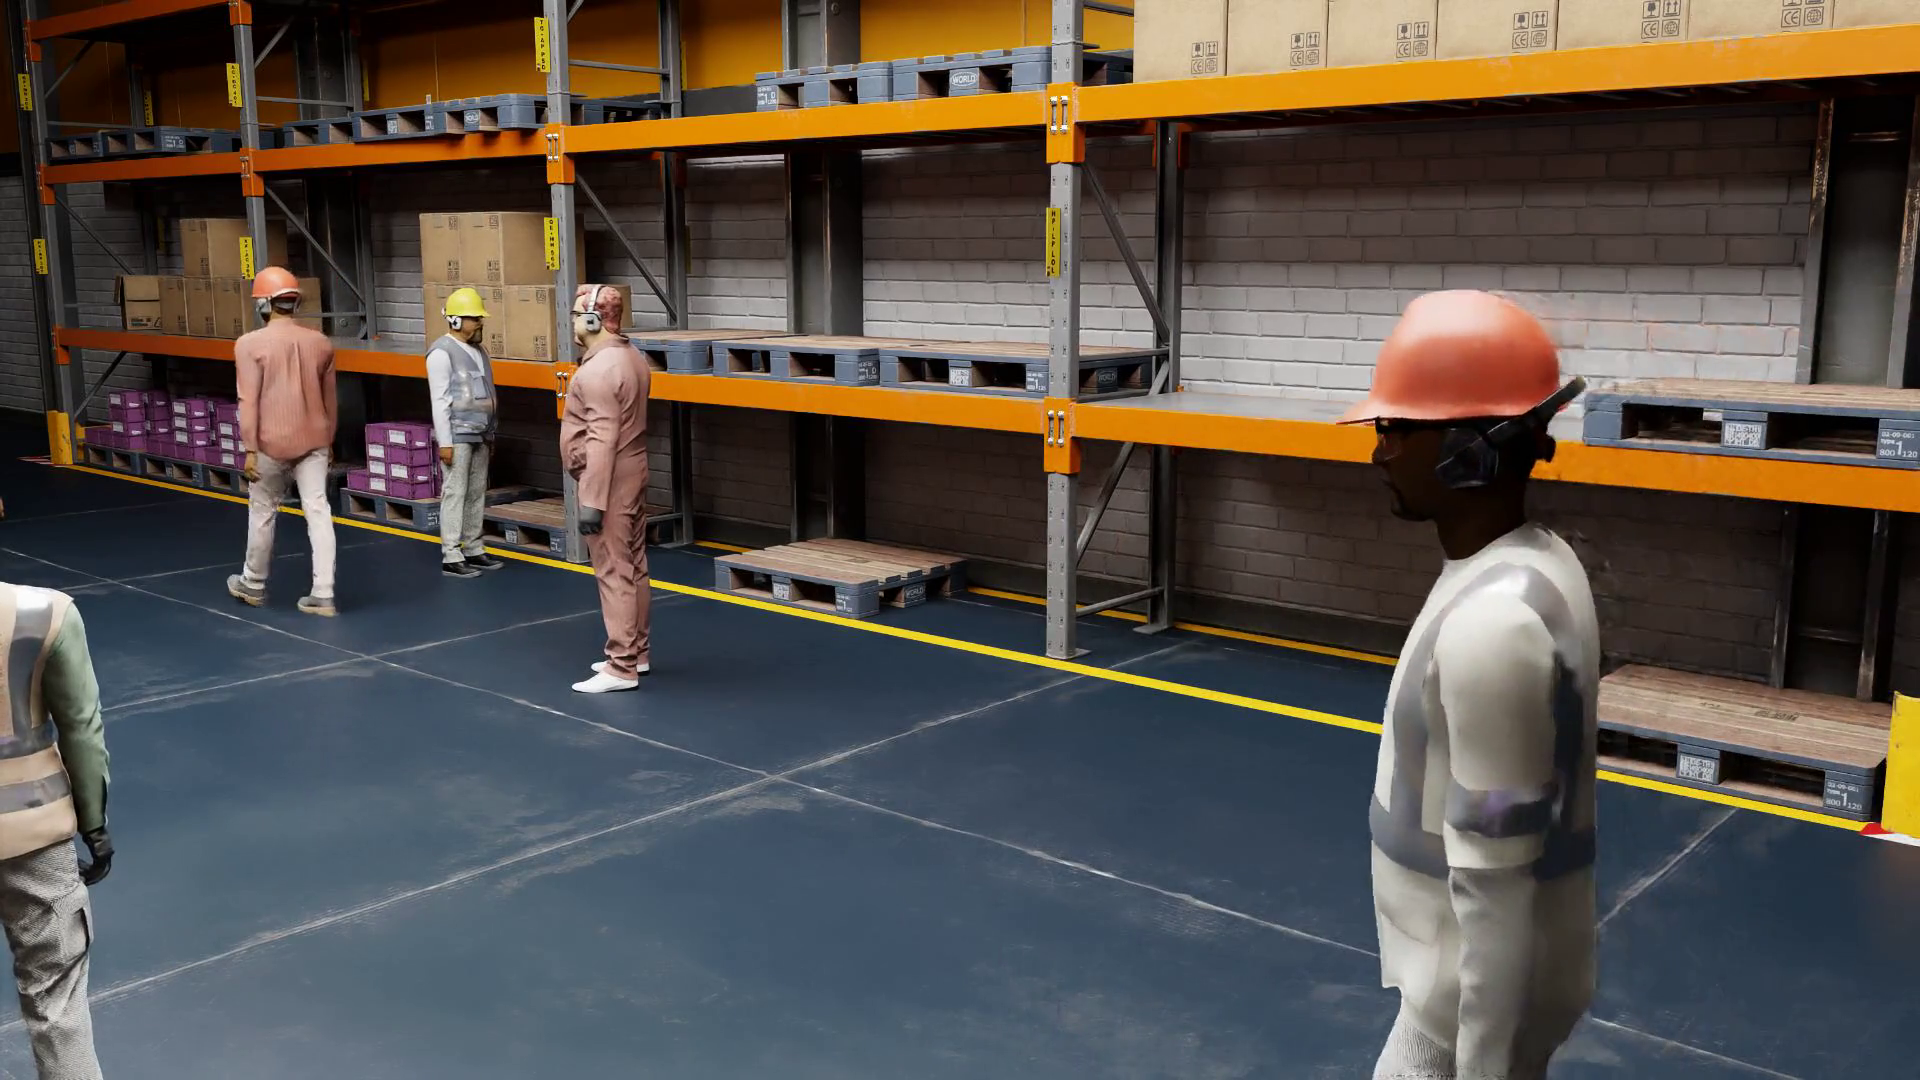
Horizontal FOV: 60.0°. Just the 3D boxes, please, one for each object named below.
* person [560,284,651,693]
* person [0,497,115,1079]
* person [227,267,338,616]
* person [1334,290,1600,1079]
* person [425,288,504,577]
[{"bbox_3d":[-1.668,-0.238,7.818,0.403,1.910,0.637,1,10,4],"label":"person"},{"bbox_3d":[-2.068,0.651,3.509,0.514,1.642,0.310,-4,11,-23],"label":"person"},{"bbox_3d":[-3.904,-0.568,9.529,0.947,1.956,0.658,8,13,39],"label":"person"},{"bbox_3d":[0.882,0.646,2.470,0.831,2.023,0.617,4,11,21],"label":"person"},{"bbox_3d":[-3.135,-0.679,10.574,0.403,1.824,0.596,3,10,14],"label":"person"}]
